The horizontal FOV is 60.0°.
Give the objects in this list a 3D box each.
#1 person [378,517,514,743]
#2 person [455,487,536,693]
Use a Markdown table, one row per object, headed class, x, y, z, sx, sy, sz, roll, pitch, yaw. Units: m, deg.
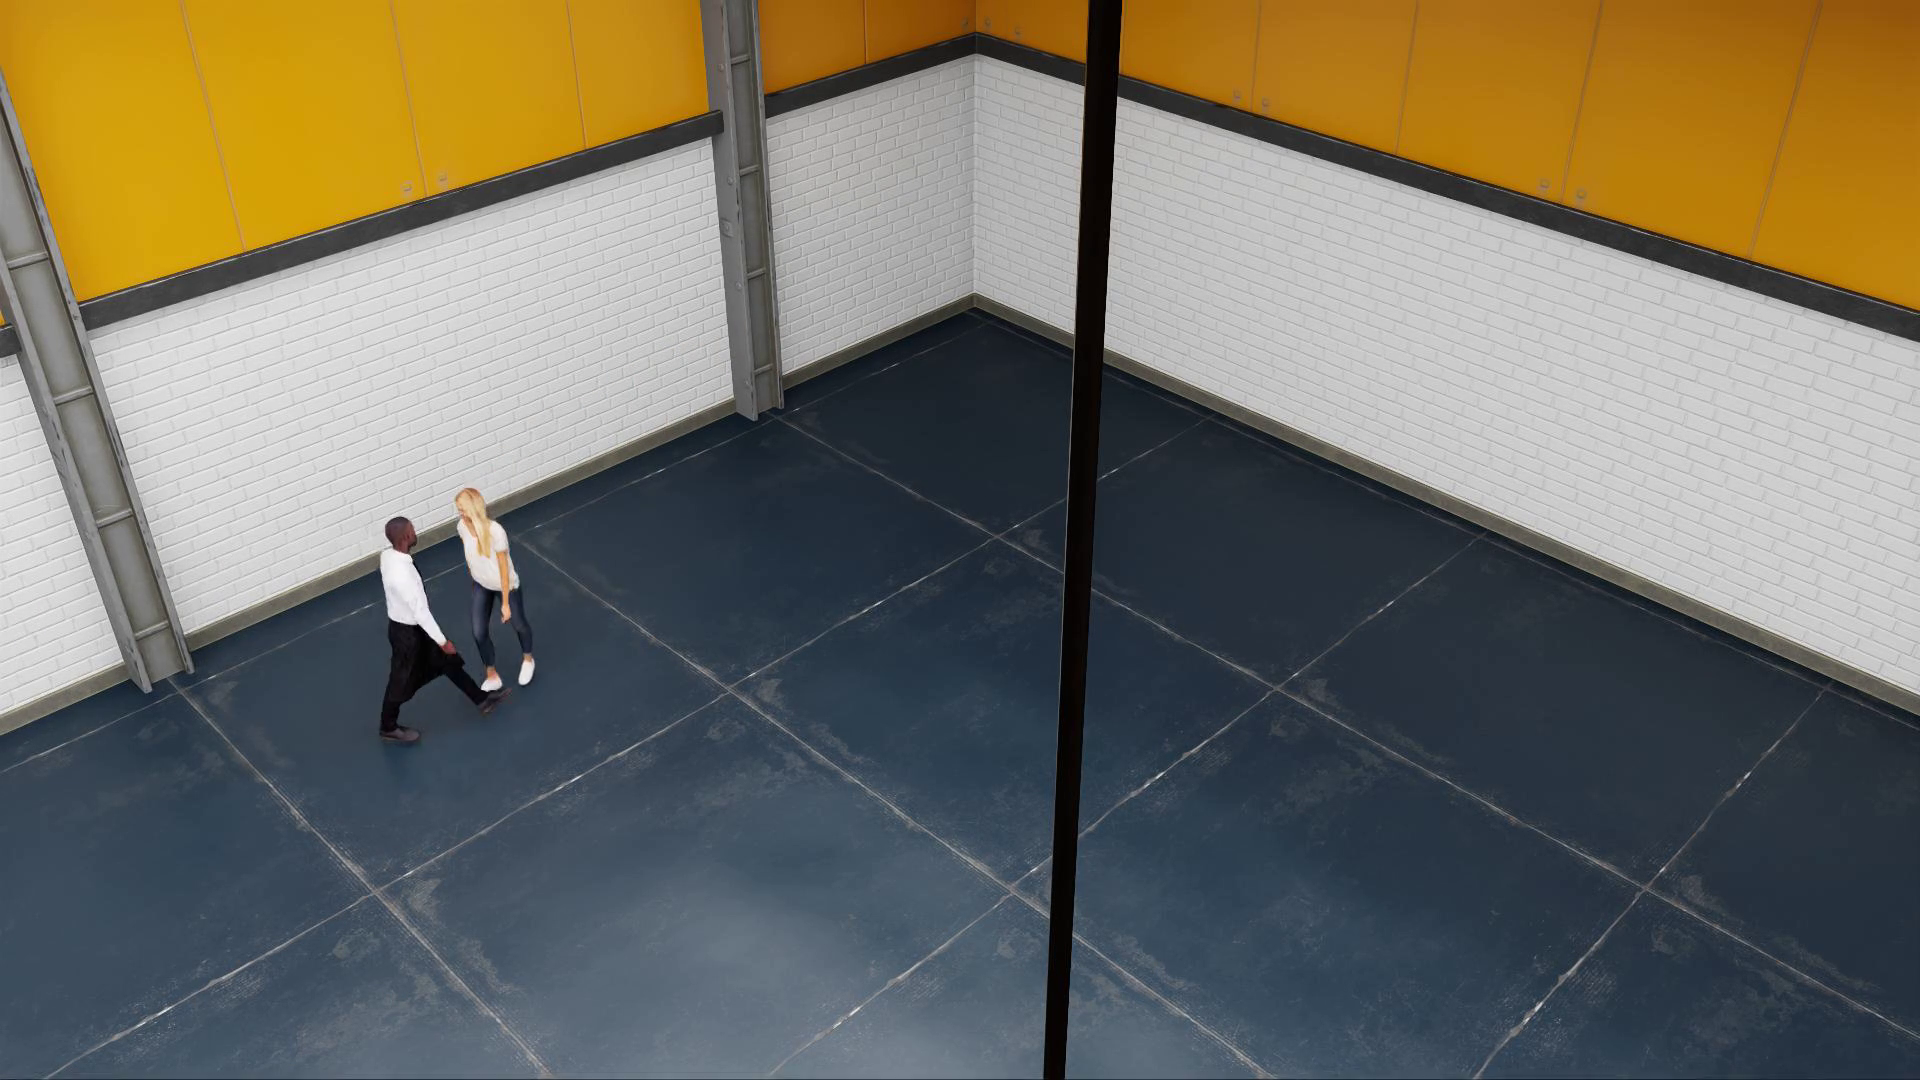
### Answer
| class | x | y | z | sx | sy | sz | roll | pitch | yaw |
| --- | --- | --- | --- | --- | --- | --- | --- | --- | --- |
| person | -4.023 | 0.705 | 11.886 | 1.337 | 1.783 | 1.028 | -11 | 35 | -16 |
| person | -3.421 | 0.321 | 12.466 | 0.819 | 1.780 | 0.930 | 8 | 35 | 12 |
